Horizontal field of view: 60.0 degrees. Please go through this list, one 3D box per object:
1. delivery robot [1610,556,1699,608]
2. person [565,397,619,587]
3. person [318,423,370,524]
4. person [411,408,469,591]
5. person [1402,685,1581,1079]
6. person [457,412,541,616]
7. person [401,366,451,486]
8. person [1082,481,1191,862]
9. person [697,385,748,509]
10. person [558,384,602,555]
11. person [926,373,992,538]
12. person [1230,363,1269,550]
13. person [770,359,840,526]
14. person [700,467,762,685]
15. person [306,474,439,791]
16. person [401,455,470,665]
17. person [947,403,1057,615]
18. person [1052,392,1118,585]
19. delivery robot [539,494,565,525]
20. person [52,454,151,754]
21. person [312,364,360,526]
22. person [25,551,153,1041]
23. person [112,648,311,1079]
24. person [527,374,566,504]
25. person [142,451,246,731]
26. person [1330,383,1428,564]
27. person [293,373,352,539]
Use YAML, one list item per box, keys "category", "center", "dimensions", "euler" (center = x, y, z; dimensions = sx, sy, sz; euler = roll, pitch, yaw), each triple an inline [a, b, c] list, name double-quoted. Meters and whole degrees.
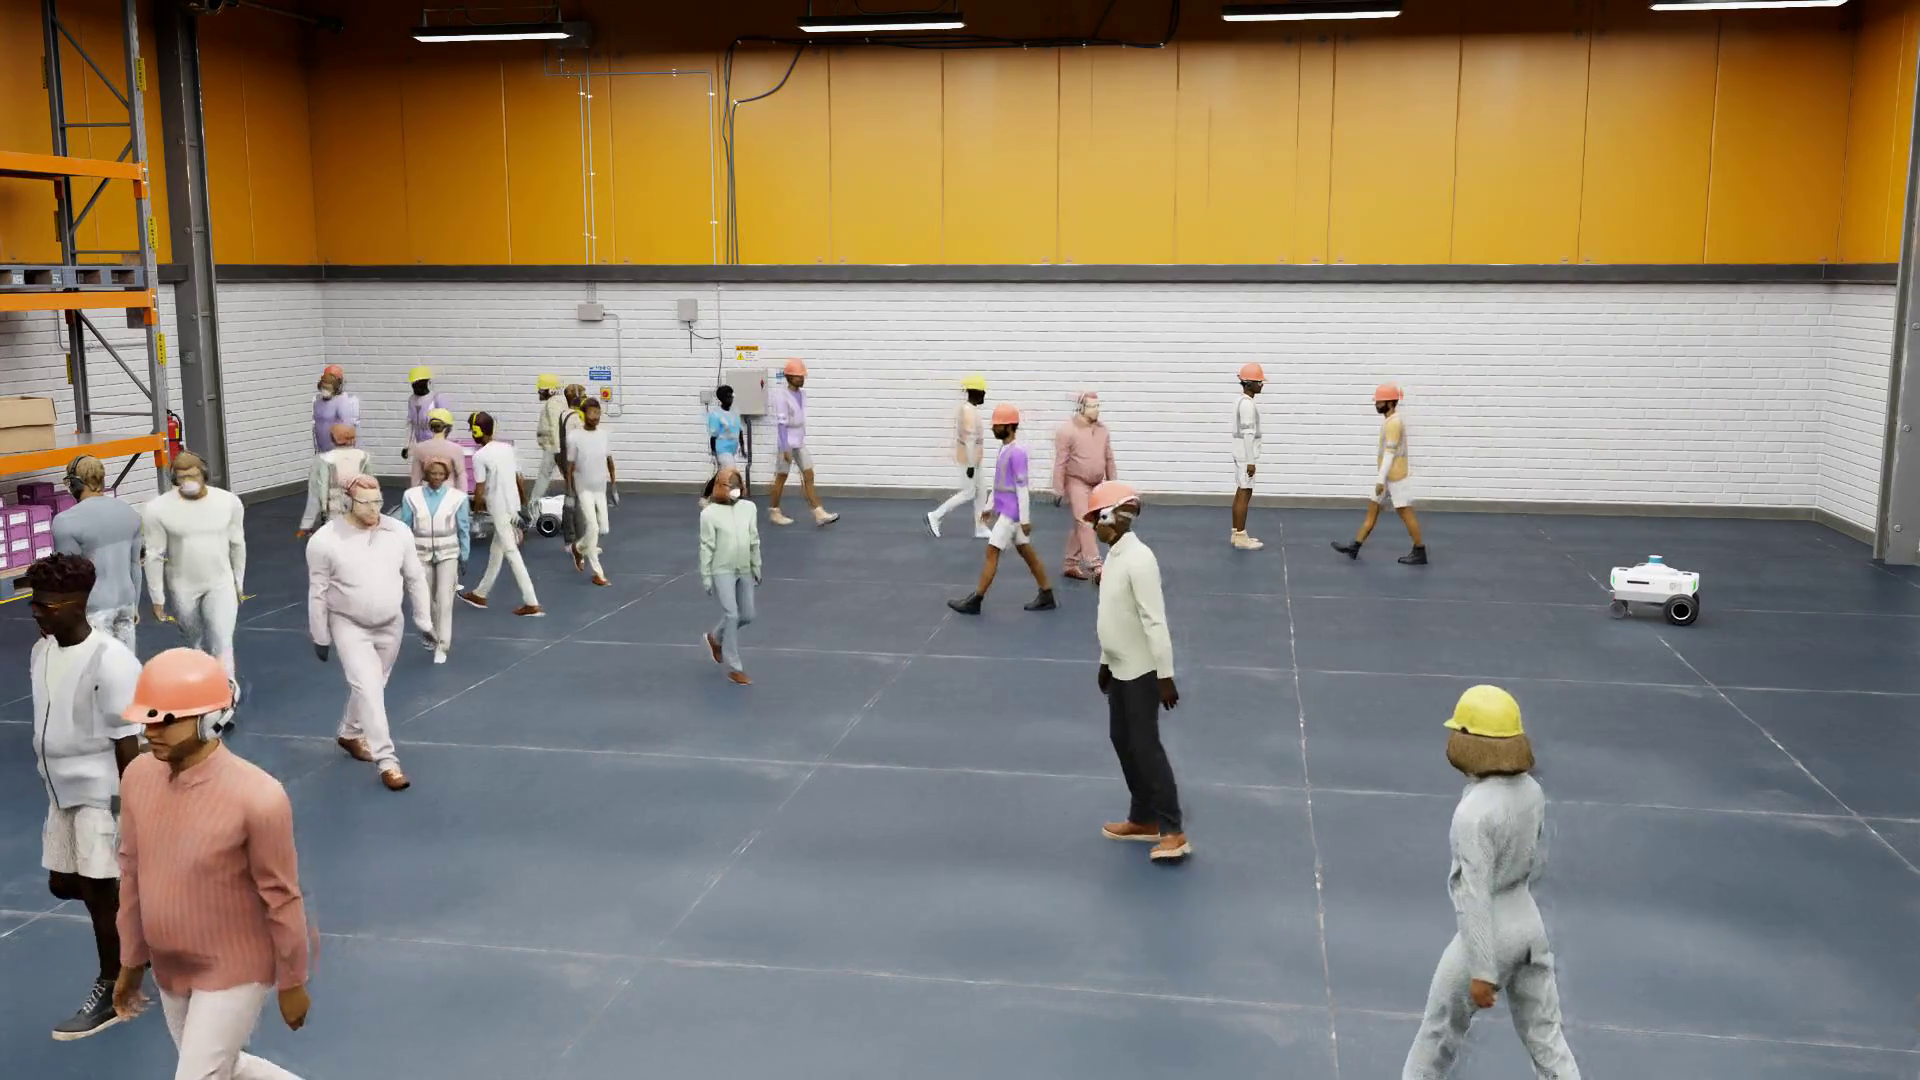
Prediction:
- category: "delivery robot"
  center: [6.054, 0.381, 14.511]
  dimensions: [0.707, 0.478, 0.477]
  euler: [4, 10, 24]
- category: "person"
  center: [-3.617, -0.491, 16.219]
  dimensions: [0.529, 1.846, 0.688]
  euler: [-9, 13, -43]
- category: "person"
  center: [-5.879, -0.310, 15.841]
  dimensions: [0.513, 1.600, 0.849]
  euler: [-7, 11, -36]
- category: "person"
  center: [-4.939, -0.381, 15.868]
  dimensions: [0.547, 1.743, 0.432]
  euler: [2, 9, 12]
- category: "person"
  center: [1.765, 1.313, 5.503]
  dimensions: [0.502, 1.689, 0.925]
  euler: [-8, 12, -40]
- category: "person"
  center: [-4.141, -0.229, 14.691]
  dimensions: [0.980, 1.808, 0.540]
  euler: [3, 10, 18]
- category: "person"
  center: [-6.564, -1.163, 20.260]
  dimensions: [0.596, 1.881, 0.943]
  euler: [7, 11, 36]
- category: "person"
  center: [0.919, 0.673, 8.702]
  dimensions: [0.502, 1.943, 0.734]
  euler: [-2, 9, -12]
- category: "person"
  center: [-2.963, -1.114, 20.681]
  dimensions: [0.864, 1.653, 0.527]
  euler: [4, 10, 24]
- category: "person"
  center: [-4.109, -0.754, 17.852]
  dimensions: [0.345, 1.846, 0.506]
  euler: [-8, 12, -40]
- category: "person"
  center: [0.046, -0.938, 18.851]
  dimensions: [0.790, 1.904, 0.592]
  euler: [0, 9, 1]
- category: "person"
  center: [3.176, -0.919, 18.264]
  dimensions: [0.378, 2.041, 0.616]
  euler: [0, 9, 2]
- category: "person"
  center: [-1.890, -1.132, 19.715]
  dimensions: [1.002, 1.995, 0.635]
  euler: [5, 10, 29]
- category: "person"
  center: [-1.734, 0.243, 12.372]
  dimensions: [0.509, 1.611, 0.585]
  euler: [-9, 13, -44]
- category: "person"
  center: [-3.567, 0.510, 9.997]
  dimensions: [1.003, 1.862, 0.645]
  euler: [9, 13, 44]
- category: "person"
  center: [-4.086, 0.138, 12.980]
  dimensions: [0.537, 1.622, 0.468]
  euler: [-1, 9, -9]
- category: "person"
  center: [0.416, -0.268, 14.746]
  dimensions: [1.011, 1.887, 0.550]
  euler: [-1, 9, -5]
- category: "person"
  center: [1.307, -0.493, 16.143]
  dimensions: [0.679, 1.864, 0.933]
  euler: [-8, 12, -41]
- category: "delivery robot"
  center: [-4.485, -0.377, 19.214]
  dimensions: [0.707, 0.478, 0.477]
  euler: [-1, 9, -4]
- category: "person"
  center: [-5.281, 0.434, 10.241]
  dimensions: [0.368, 1.932, 0.623]
  euler: [2, 9, 15]
- category: "person"
  center: [-7.450, -1.130, 19.887]
  dimensions: [0.545, 1.942, 0.349]
  euler: [-2, 9, -14]
- category: "person"
  center: [-3.460, 0.988, 6.749]
  dimensions: [0.617, 1.950, 0.626]
  euler: [5, 10, 28]
- category: "person"
  center: [-2.219, 1.254, 5.059]
  dimensions: [0.612, 1.963, 0.912]
  euler: [5, 10, 27]
- category: "person"
  center: [-5.090, -1.164, 20.560]
  dimensions: [0.891, 1.778, 0.660]
  euler: [-1, 9, -5]
- category: "person"
  center: [-5.091, 0.319, 11.130]
  dimensions: [0.631, 1.867, 1.088]
  euler: [-5, 10, -29]
- category: "person"
  center: [4.429, -0.684, 17.314]
  dimensions: [1.016, 1.877, 0.569]
  euler: [2, 9, 11]
- category: "person"
  center: [-7.203, -0.955, 19.024]
  dimensions: [0.672, 1.902, 0.764]
  euler: [7, 11, 35]
